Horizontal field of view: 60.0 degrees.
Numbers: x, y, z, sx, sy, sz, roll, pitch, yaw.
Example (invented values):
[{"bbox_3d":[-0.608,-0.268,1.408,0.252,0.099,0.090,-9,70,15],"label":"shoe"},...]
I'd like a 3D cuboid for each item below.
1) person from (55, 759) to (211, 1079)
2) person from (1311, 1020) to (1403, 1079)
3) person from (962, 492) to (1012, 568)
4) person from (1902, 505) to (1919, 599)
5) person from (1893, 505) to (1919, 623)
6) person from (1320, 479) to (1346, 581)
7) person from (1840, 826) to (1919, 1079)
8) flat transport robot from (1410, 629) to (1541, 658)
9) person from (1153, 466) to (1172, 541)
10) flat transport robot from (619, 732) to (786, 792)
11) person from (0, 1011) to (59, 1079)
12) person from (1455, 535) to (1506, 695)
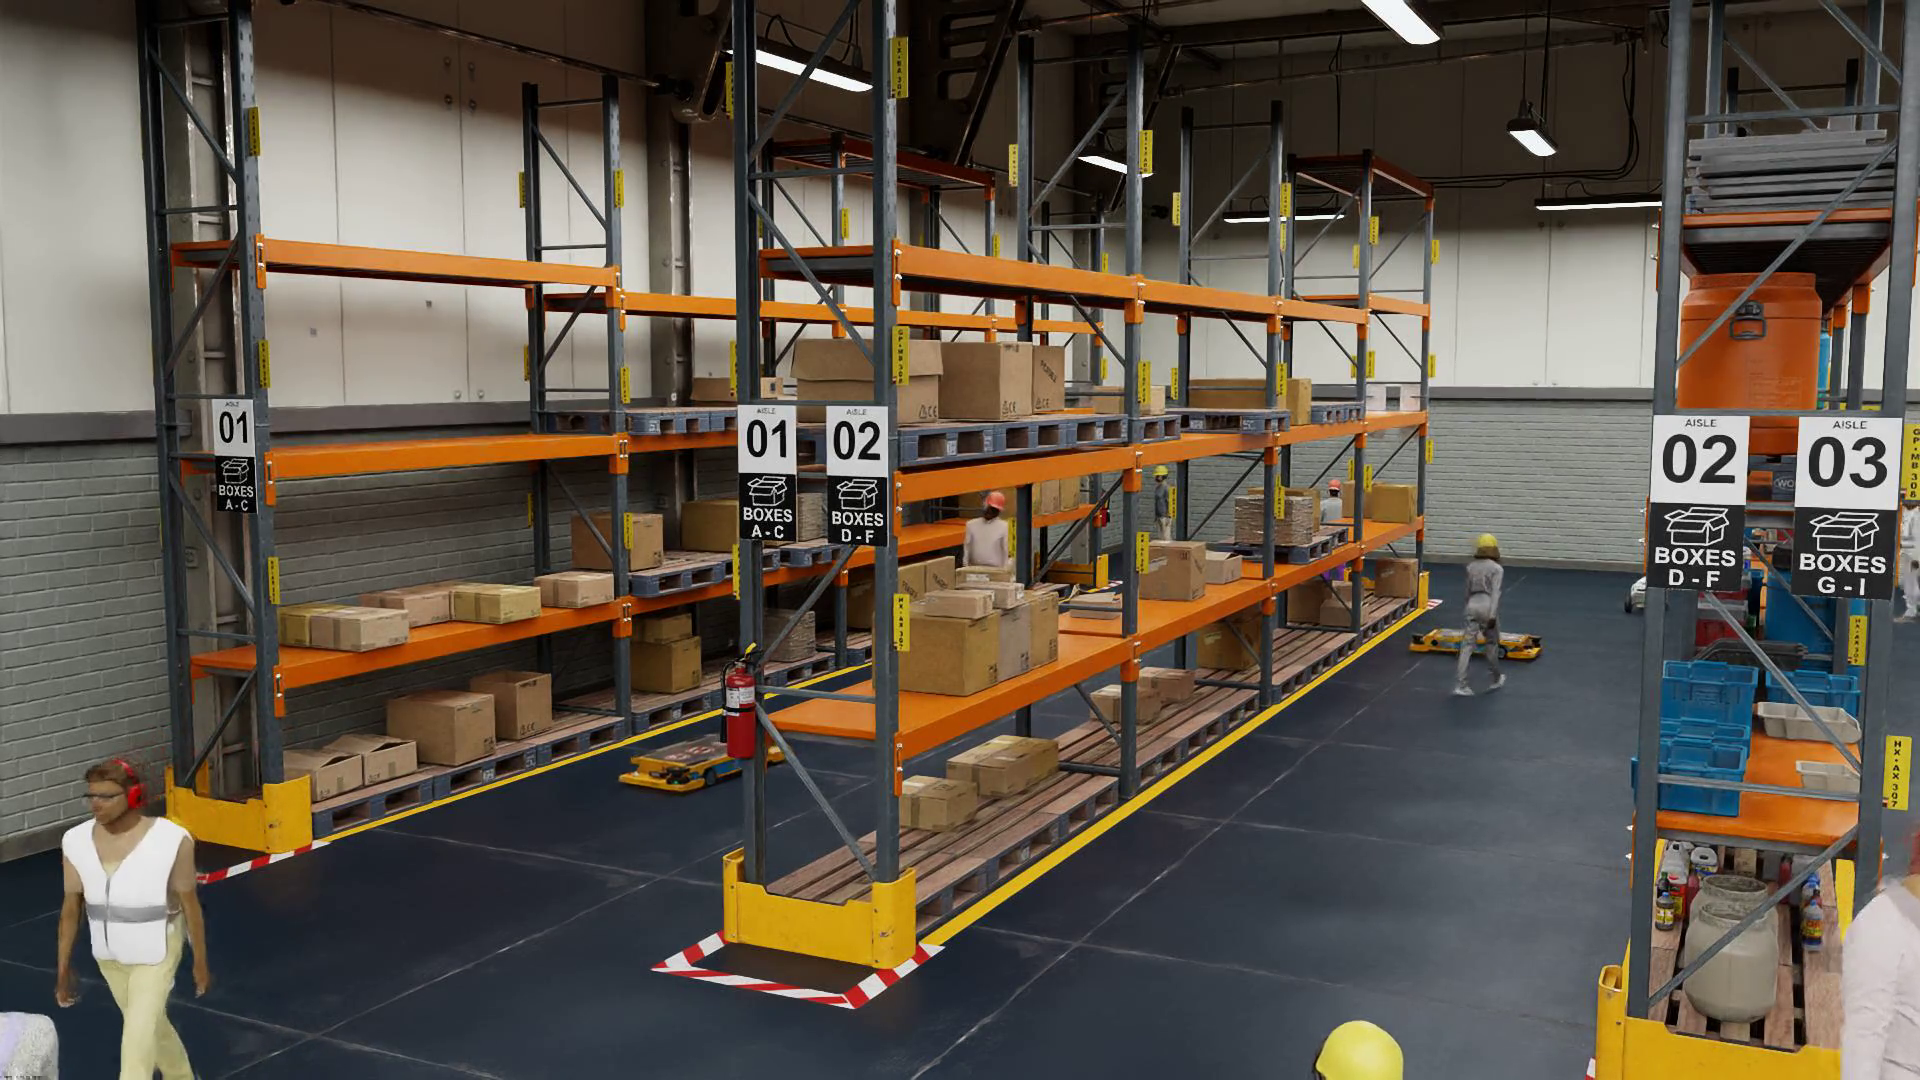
[{"bbox_3d":[-3.567,1.807,7.174,0.582,1.788,0.960,1,6,10],"label":"person"},{"bbox_3d":[1.012,2.109,4.405,0.520,1.752,0.373,-2,6,-20],"label":"person"},{"bbox_3d":[0.280,0.411,19.946,0.676,1.942,0.717,2,6,15],"label":"person"},{"bbox_3d":[14.235,-0.051,24.591,0.645,1.911,0.417,2,6,21],"label":"person"},{"bbox_3d":[12.871,0.201,22.399,0.493,1.870,0.592,1,6,6],"label":"person"},{"bbox_3d":[5.705,-0.053,25.373,0.561,1.753,0.327,1,6,12],"label":"person"},{"bbox_3d":[3.348,1.904,5.755,0.677,1.875,0.445,-4,7,-32],"label":"person"},{"bbox_3d":[6.199,1.235,19.991,1.431,0.197,0.652,3,7,25],"label":"flat transport robot"},{"bbox_3d":[3.488,-0.402,28.723,0.328,1.767,0.531,-2,6,-16],"label":"person"},{"bbox_3d":[-2.146,1.849,14.025,0.652,0.197,1.431,4,7,31],"label":"flat transport robot"},{"bbox_3d":[-2.917,2.019,4.912,0.522,1.826,0.608,-6,8,-44],"label":"person"},{"bbox_3d":[5.518,0.789,17.602,0.968,1.660,0.491,-5,8,-43],"label":"person"}]
